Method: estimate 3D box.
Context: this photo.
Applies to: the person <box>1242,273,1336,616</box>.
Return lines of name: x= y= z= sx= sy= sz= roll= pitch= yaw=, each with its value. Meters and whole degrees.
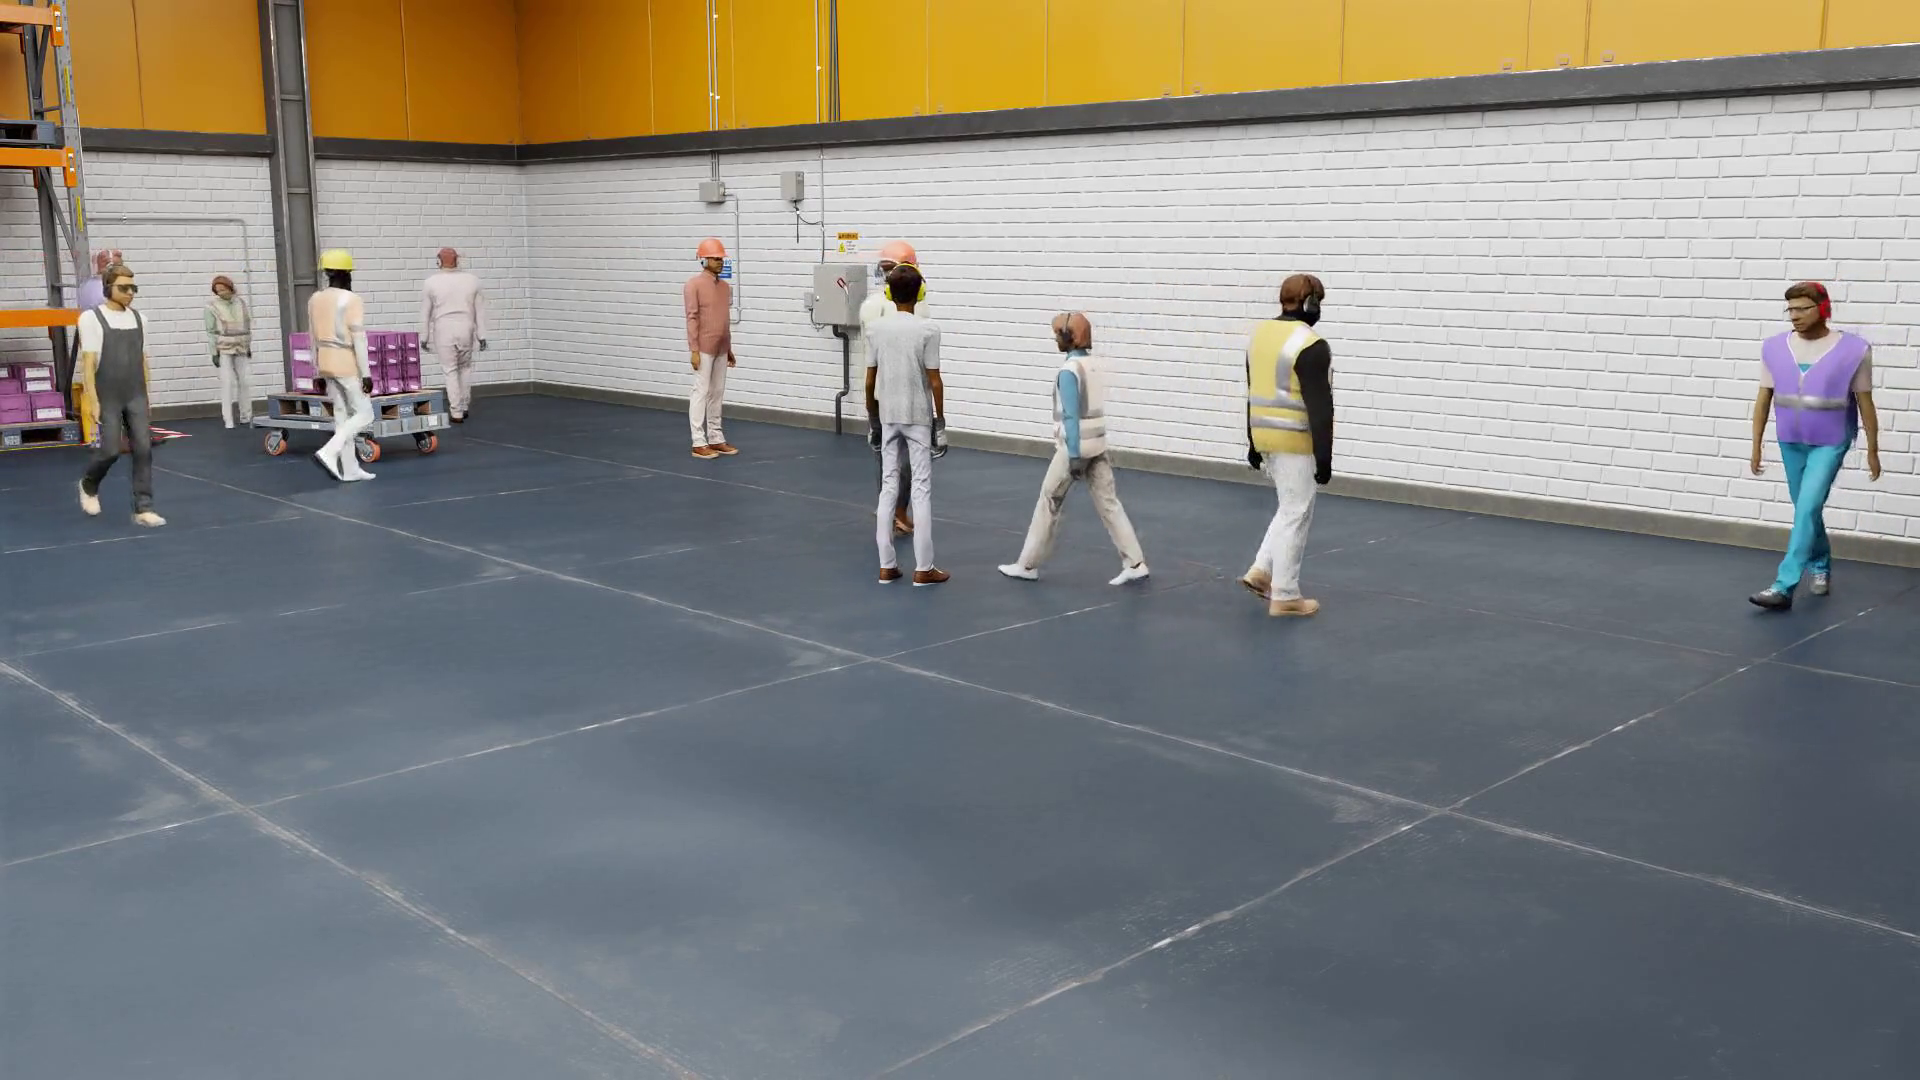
person: x=1.774 y=-0.495 z=8.834 sx=0.454 sy=1.823 sz=0.660 roll=-4 pitch=11 yaw=-20

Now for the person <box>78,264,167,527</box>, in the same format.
person: x=-5.886 y=-0.996 z=11.563 sx=0.637 sy=1.825 sz=0.523 roll=6 pitch=12 yaw=31

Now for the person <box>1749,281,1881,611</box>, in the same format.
person: x=4.683 y=-0.520 z=9.110 sx=0.985 sy=1.778 sz=0.630 roll=-8 pitch=13 yaw=-39

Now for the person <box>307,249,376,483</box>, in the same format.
person: x=-5.031 y=-1.392 z=13.469 sx=0.602 sy=1.914 sz=0.566 roll=6 pitch=12 yaw=31

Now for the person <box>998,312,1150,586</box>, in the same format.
person: x=0.704 y=-0.519 z=9.618 sx=0.890 sy=1.584 sz=0.498 roll=6 pitch=12 yaw=30

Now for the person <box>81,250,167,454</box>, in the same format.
person: x=-7.742 y=-1.742 z=15.475 sx=0.825 sy=1.876 sz=0.684 roll=-10 pitch=14 yaw=-43

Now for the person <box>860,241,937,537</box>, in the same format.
person: x=-0.408 y=-0.992 z=11.100 sx=0.647 sy=1.980 sz=0.416 roll=9 pitch=14 yaw=40

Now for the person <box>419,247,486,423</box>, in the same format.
person: x=-5.545 y=-2.224 z=18.080 sx=0.680 sy=1.883 sz=0.688 roll=-7 pitch=12 yaw=-33

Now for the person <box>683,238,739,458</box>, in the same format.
person: x=-2.273 y=-1.754 z=15.227 sx=0.379 sy=1.996 sz=0.608 roll=6 pitch=12 yaw=28

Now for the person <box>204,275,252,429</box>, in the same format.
person: x=-7.635 y=-1.969 z=17.454 sx=0.404 sy=1.609 sz=0.620 roll=6 pitch=12 yaw=30

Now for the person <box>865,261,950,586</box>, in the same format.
person: x=-0.305 y=-0.667 z=9.634 sx=0.514 sy=1.876 sz=0.328 roll=5 pitch=11 yaw=23
